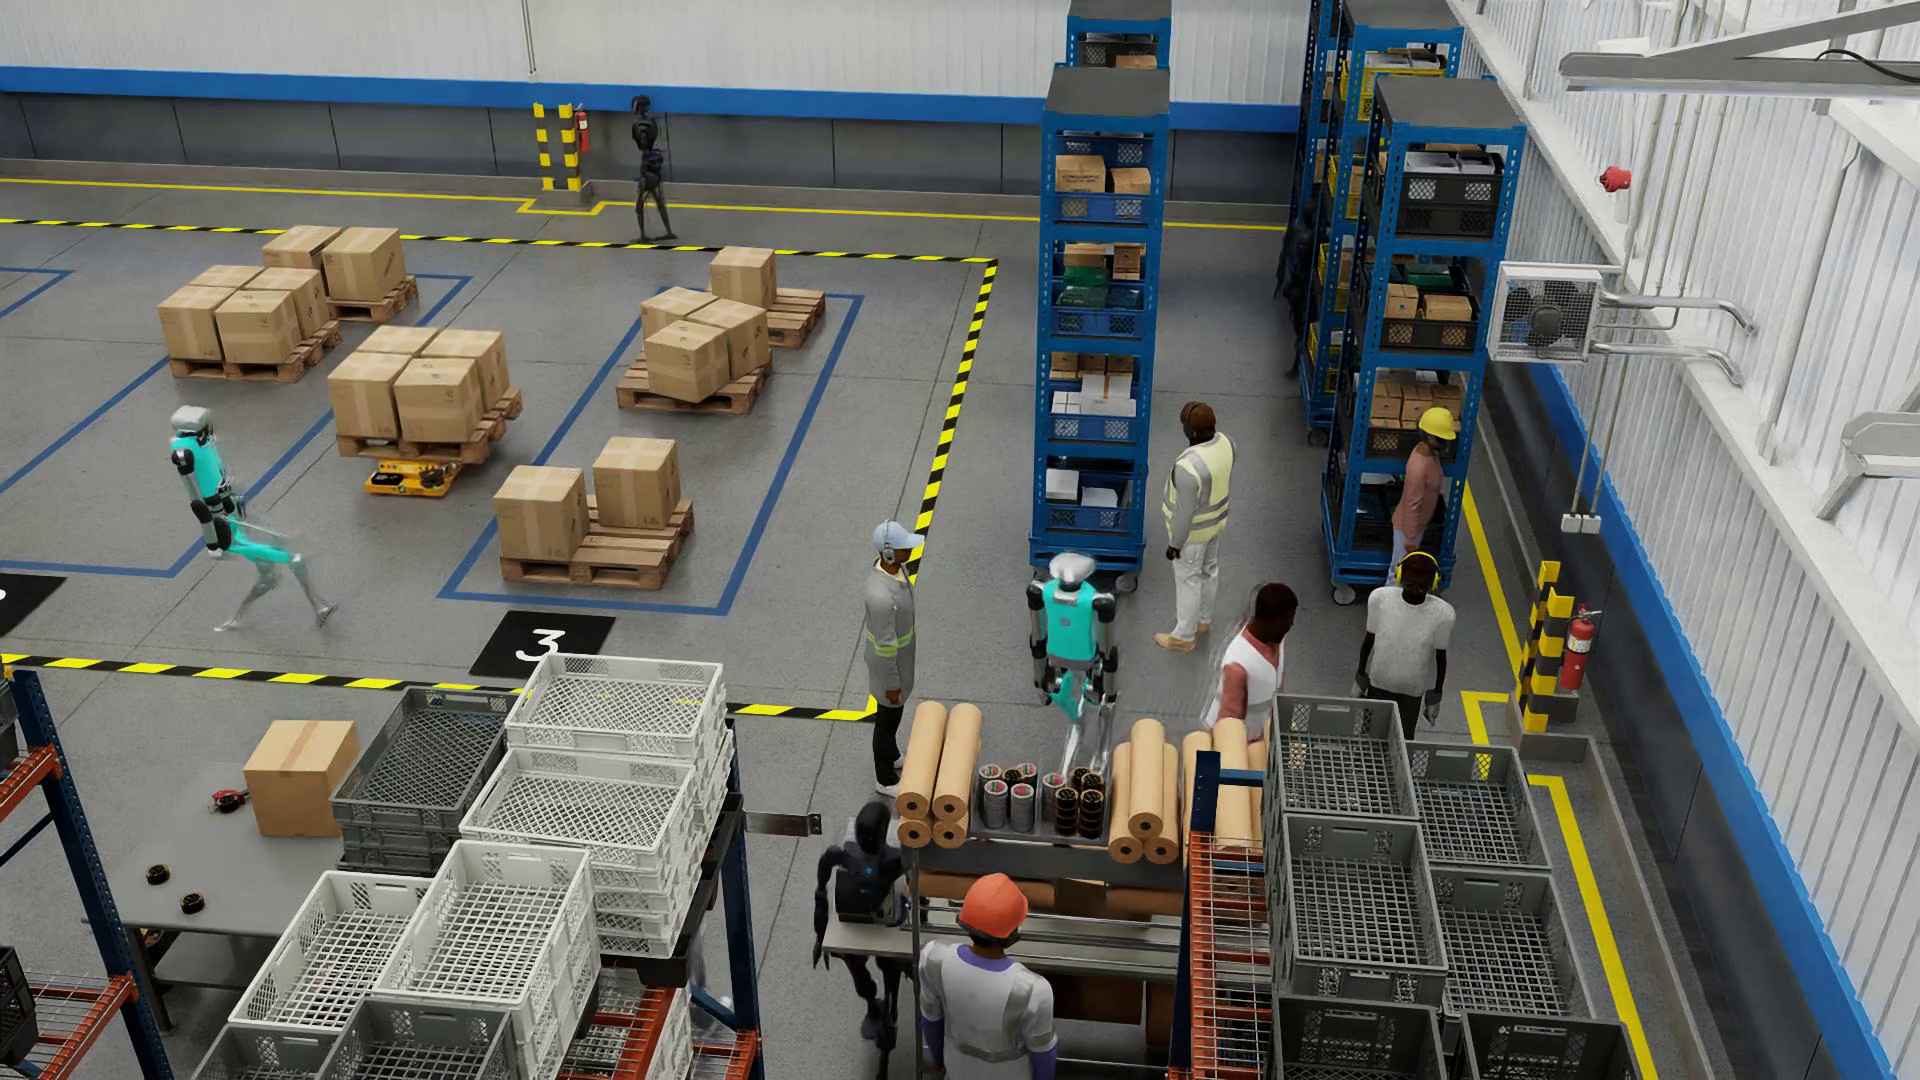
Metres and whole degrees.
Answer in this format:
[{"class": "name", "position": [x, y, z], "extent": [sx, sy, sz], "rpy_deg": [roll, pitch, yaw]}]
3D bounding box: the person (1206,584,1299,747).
[{"class": "person", "position": [1.606, 1.055, 9.249], "extent": [0.454, 1.891, 0.625], "rpy_deg": [16, 34, 25]}]

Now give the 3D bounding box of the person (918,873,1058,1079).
[{"class": "person", "position": [0.130, 2.233, 7.077], "extent": [0.607, 2.044, 0.368], "rpy_deg": [13, 33, 21]}]

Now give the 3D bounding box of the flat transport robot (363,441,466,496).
[{"class": "flat transport robot", "position": [-4.428, -0.801, 14.022], "extent": [0.652, 0.197, 1.431], "rpy_deg": [3, 30, 6]}]

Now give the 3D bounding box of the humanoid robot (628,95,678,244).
[{"class": "humanoid robot", "position": [-3.446, -4.078, 18.277], "extent": [0.545, 1.644, 0.601], "rpy_deg": [-2, 30, -3]}]

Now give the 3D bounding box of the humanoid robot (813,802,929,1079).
[{"class": "humanoid robot", "position": [-0.433, 1.930, 7.987], "extent": [0.595, 1.624, 0.770], "rpy_deg": [4, 30, 6]}]

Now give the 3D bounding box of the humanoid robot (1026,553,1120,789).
[{"class": "humanoid robot", "position": [0.733, 0.765, 9.902], "extent": [0.553, 1.745, 0.987], "rpy_deg": [12, 32, 20]}]

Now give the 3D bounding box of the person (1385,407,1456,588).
[{"class": "person", "position": [3.124, -0.107, 11.371], "extent": [0.326, 1.765, 0.524], "rpy_deg": [13, 33, 21]}]

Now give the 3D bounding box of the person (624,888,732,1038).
[{"class": "person", "position": [-1.398, 1.944, 7.918], "extent": [0.504, 1.675, 0.878], "rpy_deg": [7, 31, 12]}]

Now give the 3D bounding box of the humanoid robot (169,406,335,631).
[{"class": "humanoid robot", "position": [-4.794, -0.118, 11.454], "extent": [0.990, 1.774, 0.539], "rpy_deg": [-4, 31, -8]}]

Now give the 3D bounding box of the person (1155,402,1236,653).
[{"class": "person", "position": [1.576, -0.088, 11.268], "extent": [0.431, 1.837, 0.623], "rpy_deg": [20, 36, 31]}]

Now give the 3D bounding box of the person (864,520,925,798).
[{"class": "person", "position": [-0.383, 0.703, 9.892], "extent": [0.367, 1.852, 0.589], "rpy_deg": [2, 30, 3]}]

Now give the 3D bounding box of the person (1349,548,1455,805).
[{"class": "person", "position": [2.525, 0.862, 9.614], "extent": [0.510, 1.866, 0.340], "rpy_deg": [12, 32, 20]}]

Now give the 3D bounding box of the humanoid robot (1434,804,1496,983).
[{"class": "humanoid robot", "position": [2.328, 1.917, 7.979], "extent": [0.583, 1.643, 0.367], "rpy_deg": [3, 30, 5]}]

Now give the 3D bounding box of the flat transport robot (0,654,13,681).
[{"class": "flat transport robot", "position": [-7.142, 0.969, 11.010], "extent": [1.431, 0.231, 0.659], "rpy_deg": [3, 30, 6]}]

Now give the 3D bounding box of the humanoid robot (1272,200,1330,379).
[{"class": "humanoid robot", "position": [3.181, -2.350, 15.352], "extent": [0.586, 1.629, 0.778], "rpy_deg": [21, 36, 31]}]
